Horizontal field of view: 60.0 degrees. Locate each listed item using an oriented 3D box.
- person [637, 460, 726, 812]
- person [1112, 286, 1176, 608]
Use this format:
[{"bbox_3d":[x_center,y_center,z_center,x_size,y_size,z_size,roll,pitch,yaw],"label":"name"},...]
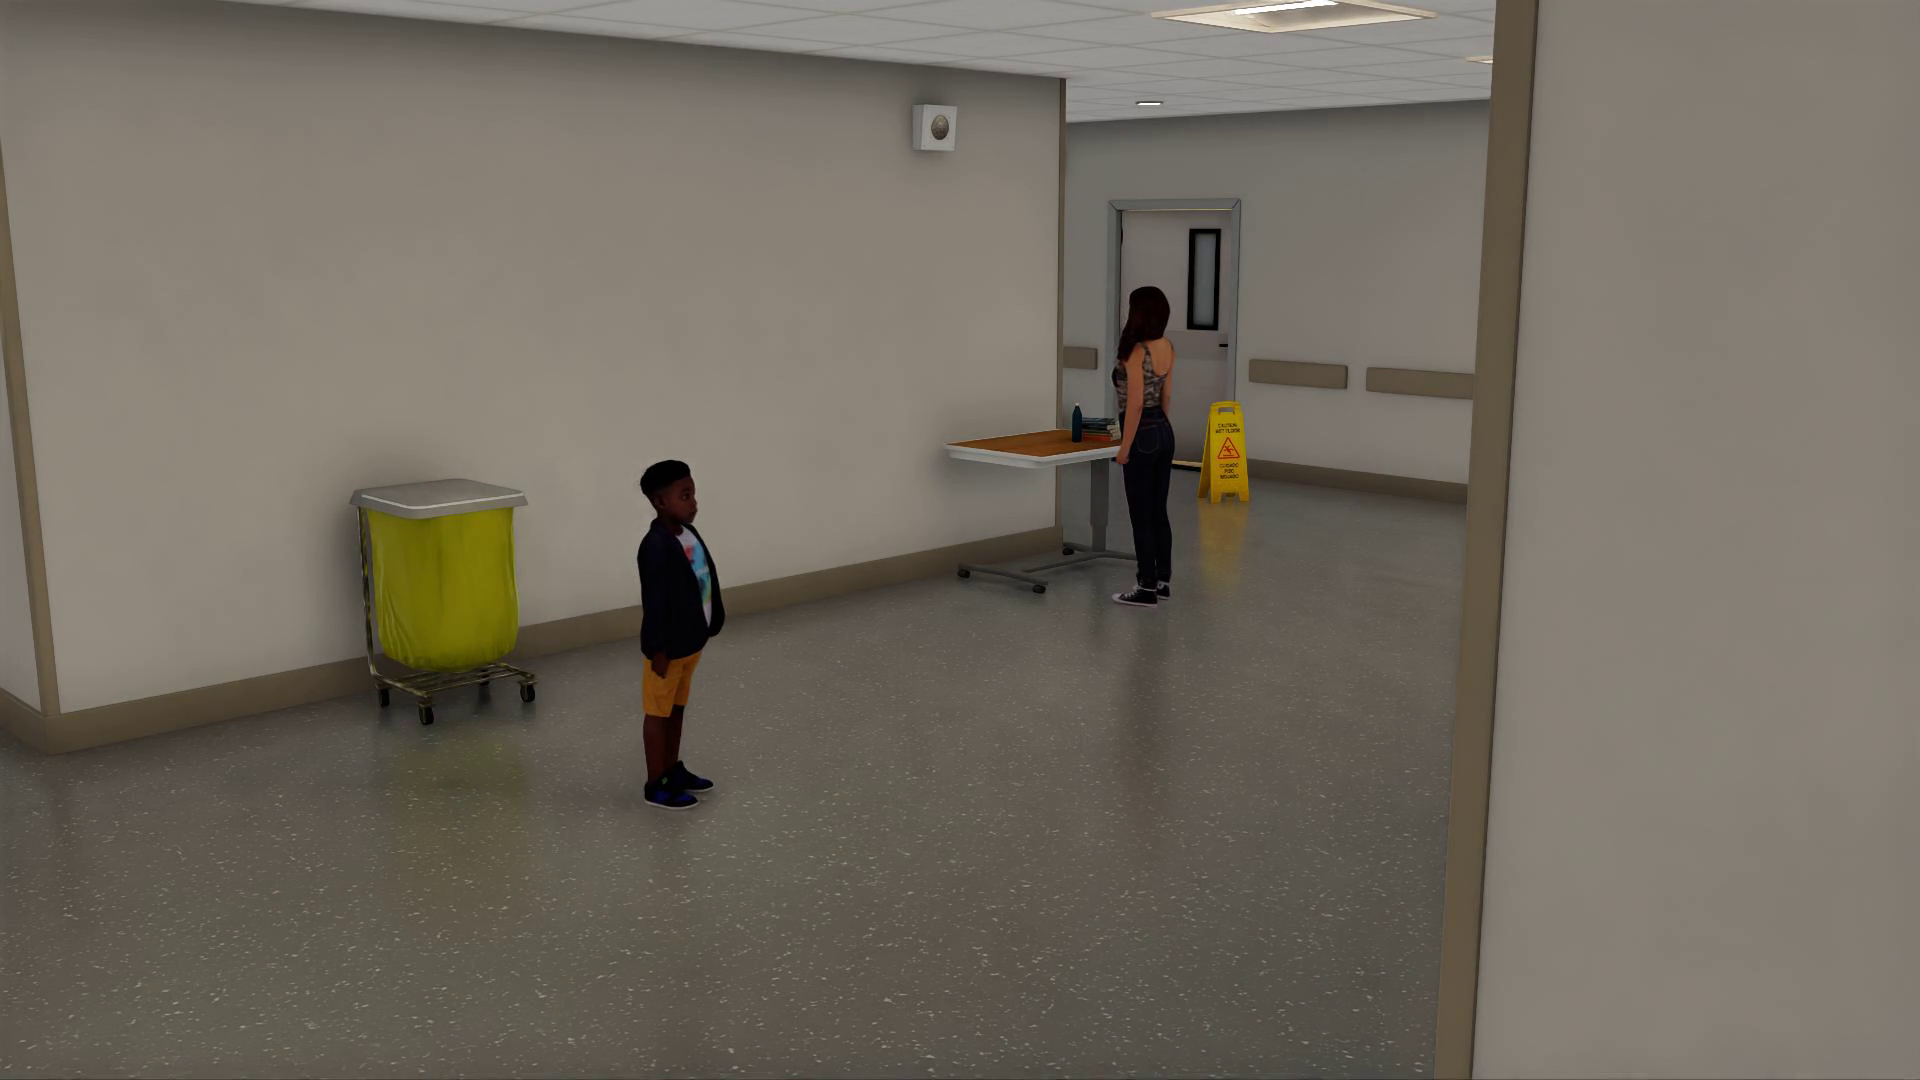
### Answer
[{"bbox_3d":[-1.062,0.331,6.077,0.660,1.269,0.616,2,11,11],"label":"person"},{"bbox_3d":[1.047,-0.524,9.238,0.583,1.770,0.640,7,13,34],"label":"person"}]
